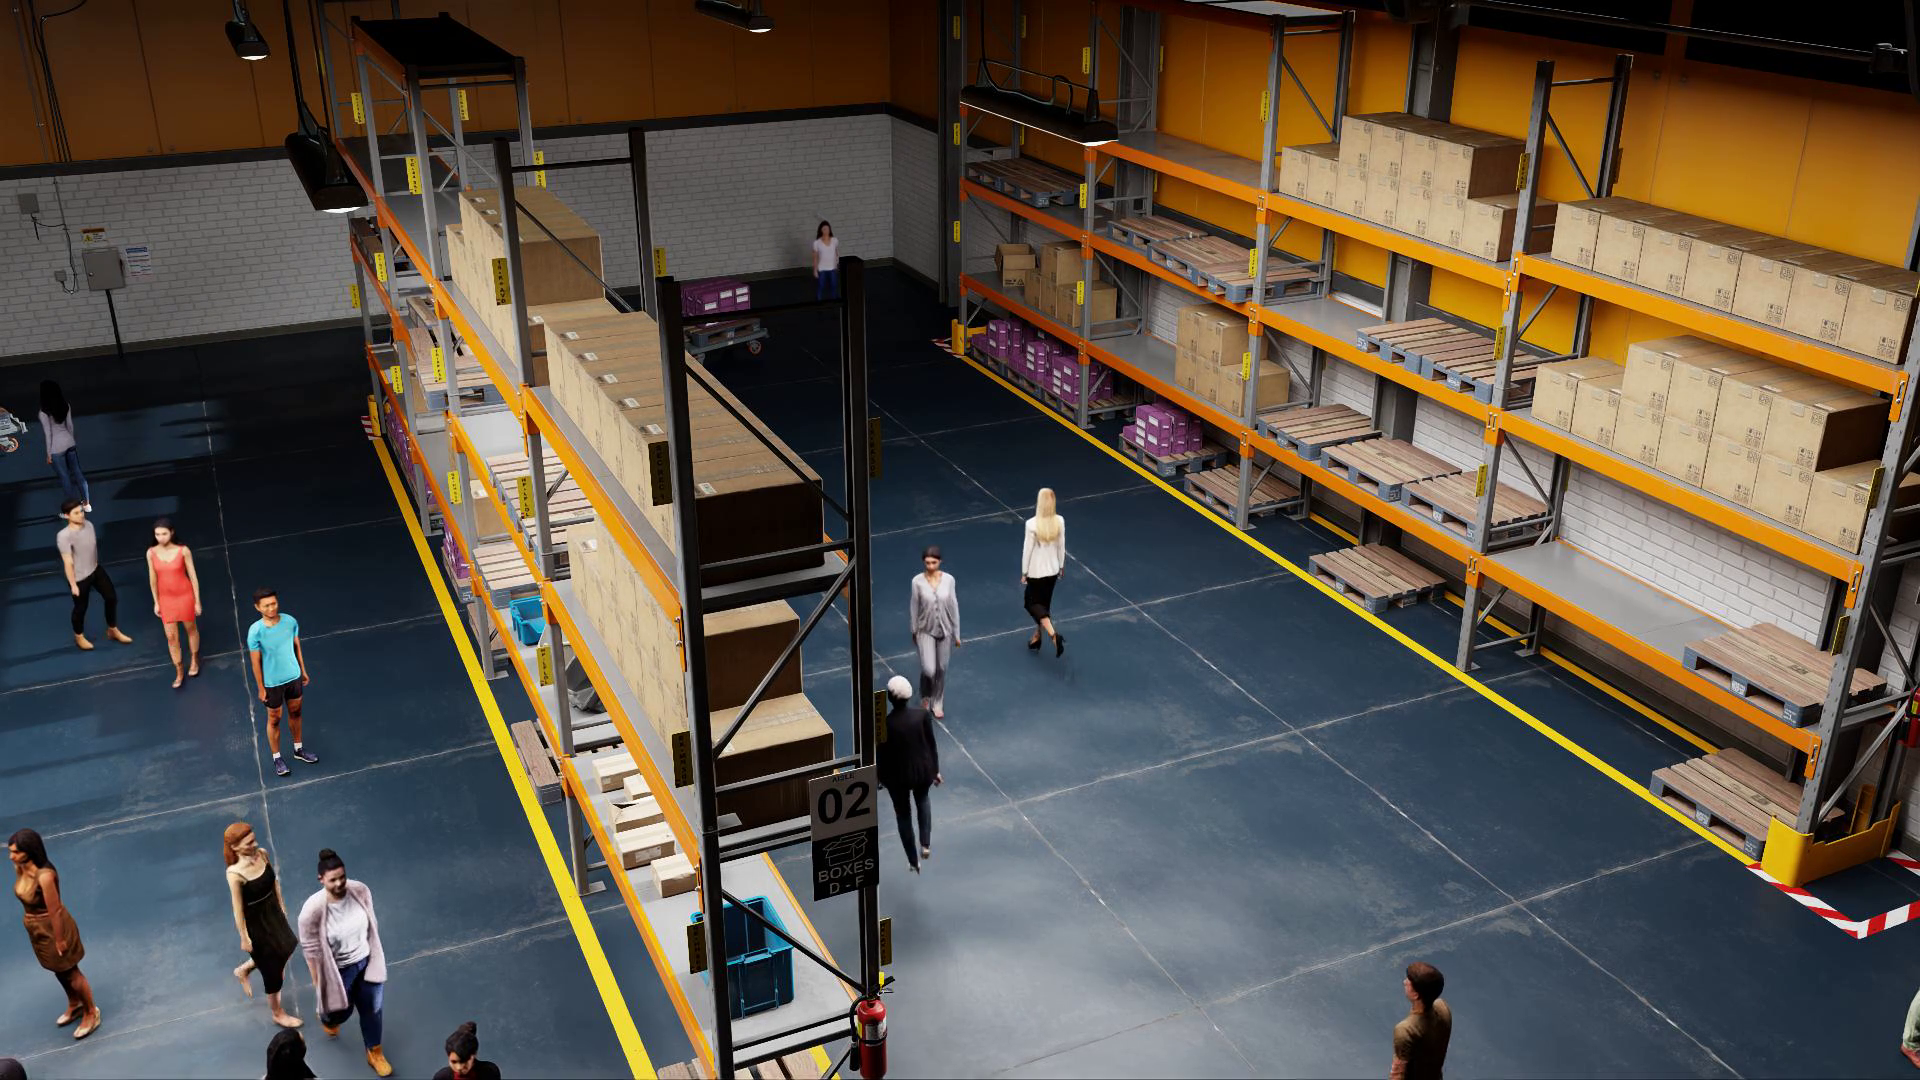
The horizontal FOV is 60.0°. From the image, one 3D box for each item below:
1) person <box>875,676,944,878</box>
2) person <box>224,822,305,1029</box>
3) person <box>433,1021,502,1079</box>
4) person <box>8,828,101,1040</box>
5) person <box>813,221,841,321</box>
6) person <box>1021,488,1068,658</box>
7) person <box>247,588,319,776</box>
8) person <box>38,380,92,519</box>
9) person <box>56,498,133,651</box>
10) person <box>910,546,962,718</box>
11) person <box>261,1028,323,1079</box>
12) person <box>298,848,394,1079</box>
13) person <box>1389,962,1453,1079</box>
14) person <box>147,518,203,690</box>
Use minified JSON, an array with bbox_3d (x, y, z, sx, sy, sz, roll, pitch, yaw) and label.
[{"bbox_3d":[-0.336,1.863,12.907,0.814,1.767,0.707,-6,24,-14],"label":"person"},{"bbox_3d":[-4.996,2.687,11.754,0.933,1.603,0.896,8,25,17],"label":"person"},{"bbox_3d":[-2.837,3.553,9.727,0.609,1.640,0.664,-6,24,-13],"label":"person"},{"bbox_3d":[-6.320,2.723,11.571,0.601,1.683,0.701,15,28,30],"label":"person"},{"bbox_3d":[-2.310,-4.577,28.334,0.661,1.633,1.130,-9,25,-20],"label":"person"},{"bbox_3d":[0.861,0.386,16.718,0.656,1.842,0.957,-12,26,-26],"label":"person"},{"bbox_3d":[-6.079,1.234,14.864,0.653,1.773,0.684,19,30,36],"label":"person"},{"bbox_3d":[-10.944,-1.119,20.293,0.741,1.736,0.668,7,25,15],"label":"person"},{"bbox_3d":[-8.997,0.338,17.022,0.926,1.687,0.865,9,25,19],"label":"person"},{"bbox_3d":[-0.258,0.834,15.793,0.664,1.763,0.696,-6,24,-13],"label":"person"},{"bbox_3d":[-3.770,3.552,9.613,0.691,1.732,0.714,4,24,10],"label":"person"},{"bbox_3d":[-4.198,2.829,11.278,1.060,1.724,0.875,21,31,40],"label":"person"},{"bbox_3d":[2.785,3.368,9.942,0.896,1.806,1.319,-19,30,-36],"label":"person"},{"bbox_3d":[-7.748,0.557,16.498,0.695,1.705,0.856,-6,24,-14],"label":"person"}]
